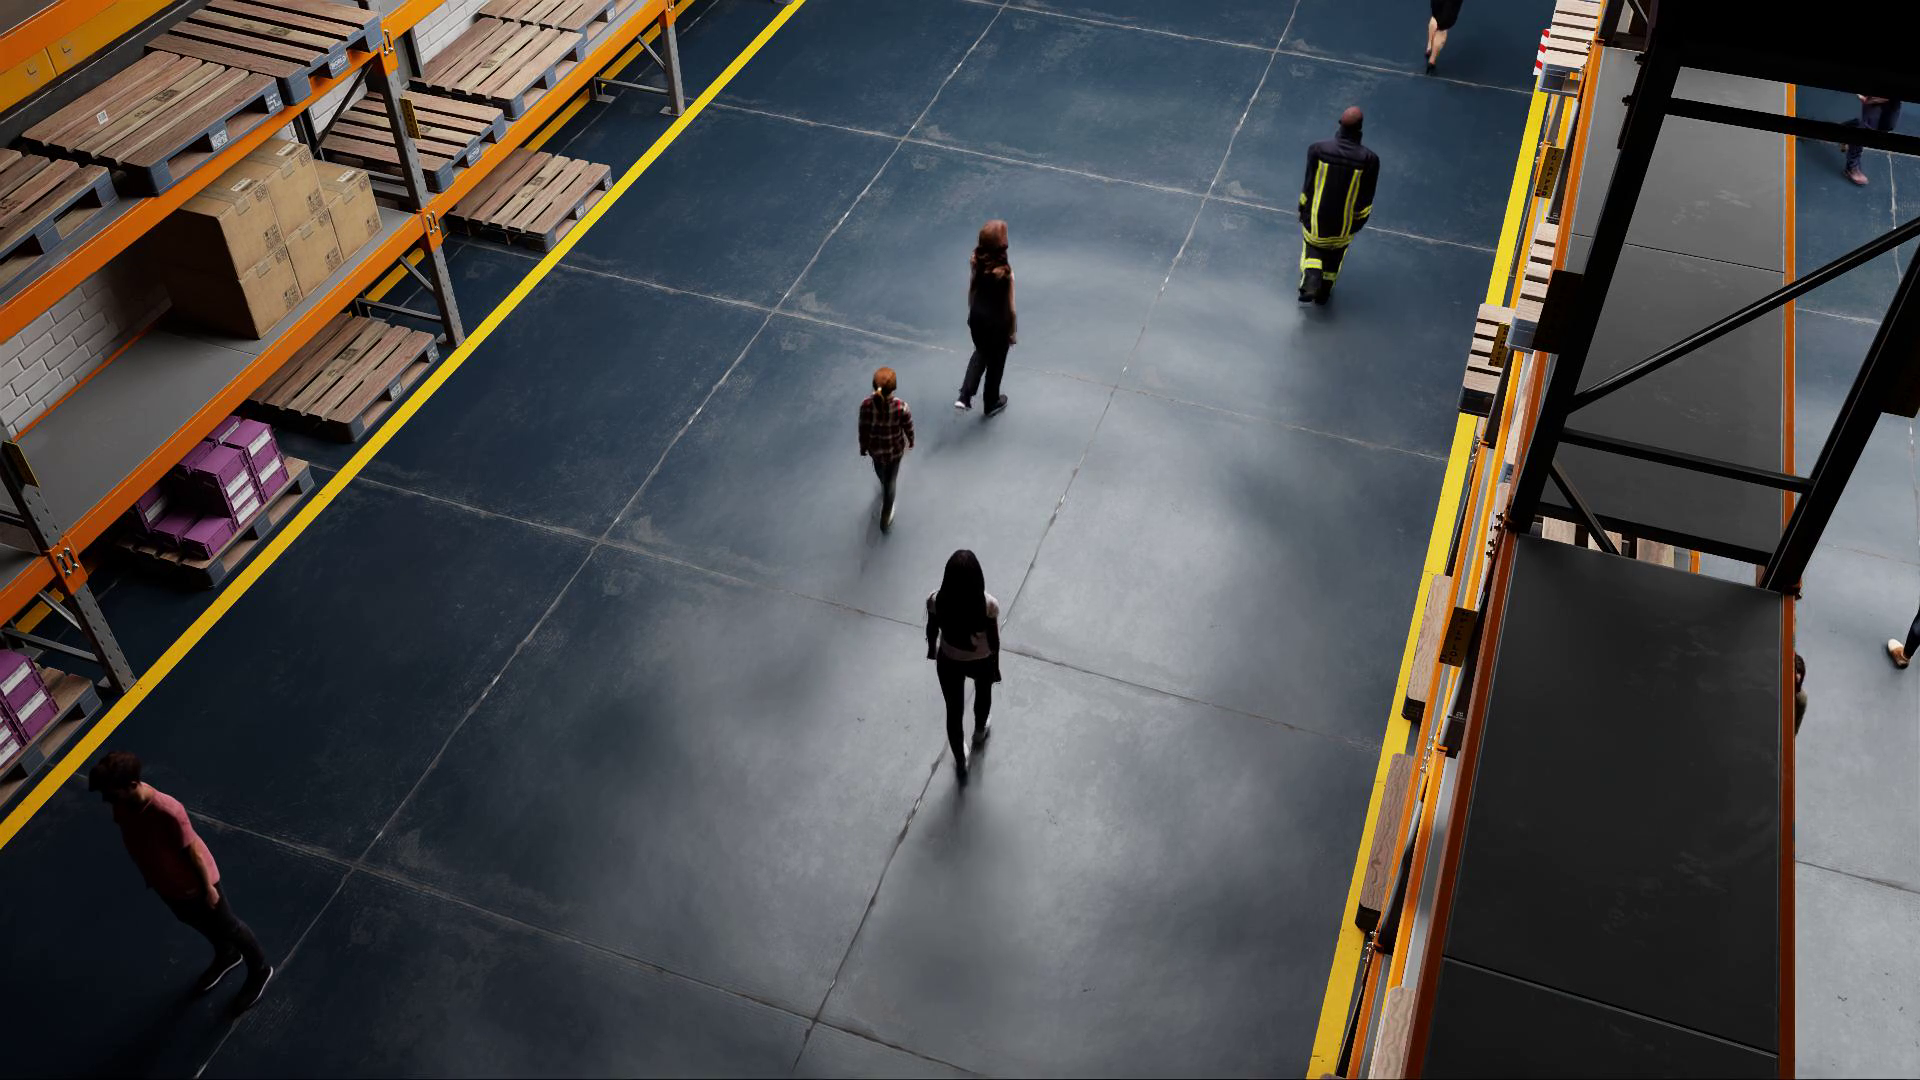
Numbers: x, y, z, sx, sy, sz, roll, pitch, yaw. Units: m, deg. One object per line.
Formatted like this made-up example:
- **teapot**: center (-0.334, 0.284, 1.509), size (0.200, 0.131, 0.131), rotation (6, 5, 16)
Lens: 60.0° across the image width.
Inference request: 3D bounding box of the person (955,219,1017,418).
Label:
- **person**: center (0.165, -1.596, 12.426), size (0.717, 1.737, 0.844), rotation (27, 50, 25)

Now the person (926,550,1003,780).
- **person**: center (0.022, 0.799, 9.895), size (0.728, 1.761, 0.847), rotation (4, 44, 4)

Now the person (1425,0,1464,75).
- **person**: center (4.816, -5.400, 16.477), size (0.748, 1.657, 0.732), rotation (20, 47, 20)

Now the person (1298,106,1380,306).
- **person**: center (3.014, -2.651, 13.481), size (0.740, 1.809, 0.901), rotation (13, 45, 13)

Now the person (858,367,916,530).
- **person**: center (-0.534, -0.622, 11.738), size (0.666, 1.275, 0.910), rotation (4, 44, 4)

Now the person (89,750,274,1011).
- **person**: center (-4.077, 1.747, 8.756), size (0.620, 1.958, 0.549), rotation (15, 46, 15)
